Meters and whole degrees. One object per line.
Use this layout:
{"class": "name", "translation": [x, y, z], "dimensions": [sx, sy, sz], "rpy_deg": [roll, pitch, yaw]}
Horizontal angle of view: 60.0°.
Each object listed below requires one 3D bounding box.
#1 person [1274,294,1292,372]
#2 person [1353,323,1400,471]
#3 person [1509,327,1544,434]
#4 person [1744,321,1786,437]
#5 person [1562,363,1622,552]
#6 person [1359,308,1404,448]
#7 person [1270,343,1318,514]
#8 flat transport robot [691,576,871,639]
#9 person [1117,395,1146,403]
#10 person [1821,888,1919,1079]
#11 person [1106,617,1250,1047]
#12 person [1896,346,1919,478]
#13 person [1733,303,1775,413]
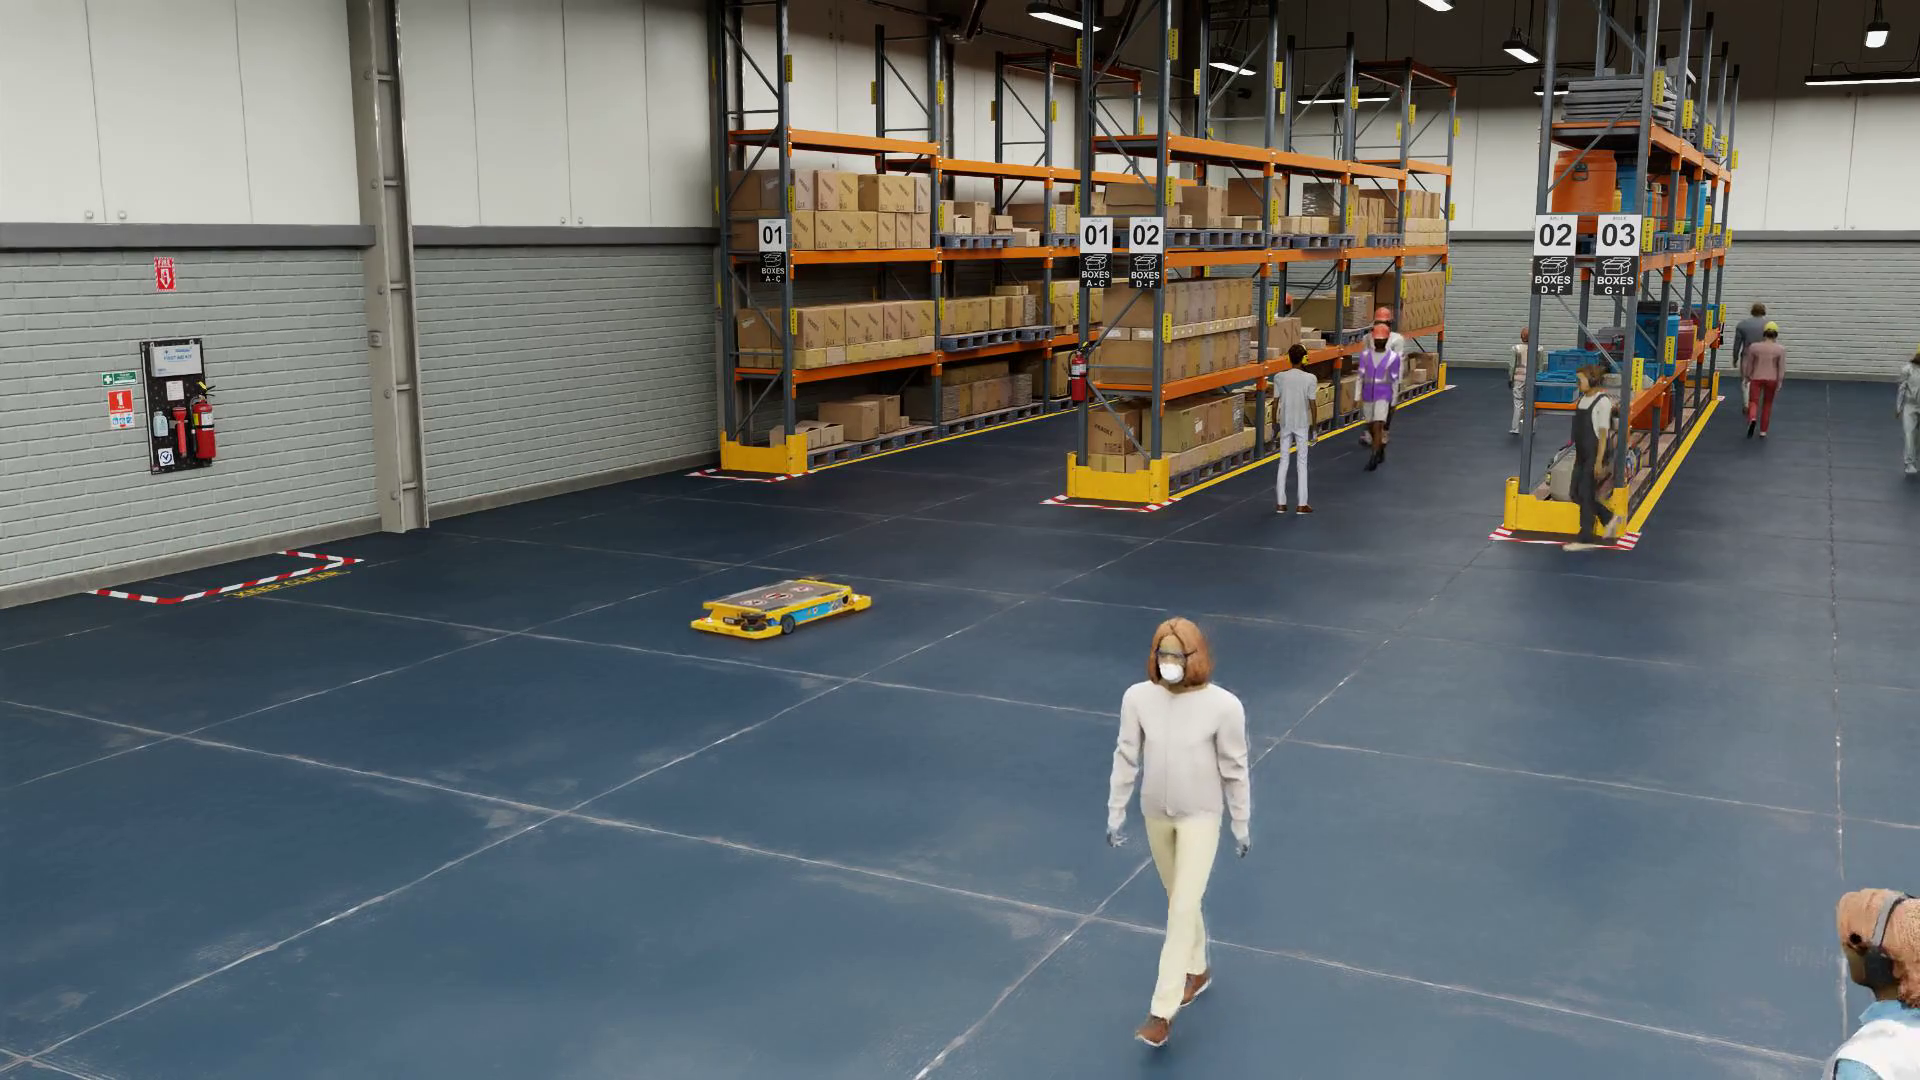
{"class": "person", "translation": [6.058, -3.590, 30.921], "dimensions": [0.608, 1.959, 1.007], "rpy_deg": [7, 12, 32]}
{"class": "person", "translation": [5.477, -1.882, 21.721], "dimensions": [0.538, 1.917, 0.855], "rpy_deg": [7, 13, 34]}
{"class": "person", "translation": [8.644, -2.426, 25.411], "dimensions": [0.511, 1.640, 0.308], "rpy_deg": [1, 10, 6]}
{"class": "person", "translation": [12.085, -2.407, 24.986], "dimensions": [0.547, 1.750, 0.520], "rpy_deg": [6, 12, 28]}
{"class": "person", "translation": [6.133, -0.791, 16.017], "dimensions": [0.585, 1.827, 0.534], "rpy_deg": [-2, 11, -10]}
{"class": "person", "translation": [6.010, -2.307, 23.796], "dimensions": [0.637, 1.987, 1.027], "rpy_deg": [5, 12, 28]}
{"class": "person", "translation": [3.658, -1.214, 18.189], "dimensions": [0.535, 1.864, 0.309], "rpy_deg": [5, 12, 27]}
{"class": "flat transport robot", "translation": [-1.389, 0.517, 13.095], "dimensions": [0.652, 0.197, 1.431], "rpy_deg": [7, 13, 33]}
{"class": "person", "translation": [2.450, -2.060, 23.026], "dimensions": [0.607, 1.798, 0.550], "rpy_deg": [5, 11, 24]}
{"class": "person", "translation": [1.995, 1.555, 3.743], "dimensions": [0.544, 1.611, 0.662], "rpy_deg": [-7, 13, -35]}
{"class": "person", "translation": [0.788, 1.092, 6.319], "dimensions": [0.527, 1.592, 0.827], "rpy_deg": [7, 13, 34]}
{"class": "person", "translation": [12.081, -1.630, 20.896], "dimensions": [0.511, 1.688, 0.904], "rpy_deg": [3, 11, 18]}
{"class": "person", "translation": [13.622, -3.124, 28.556], "dimensions": [0.643, 1.892, 1.007], "rpy_deg": [5, 11, 25]}
